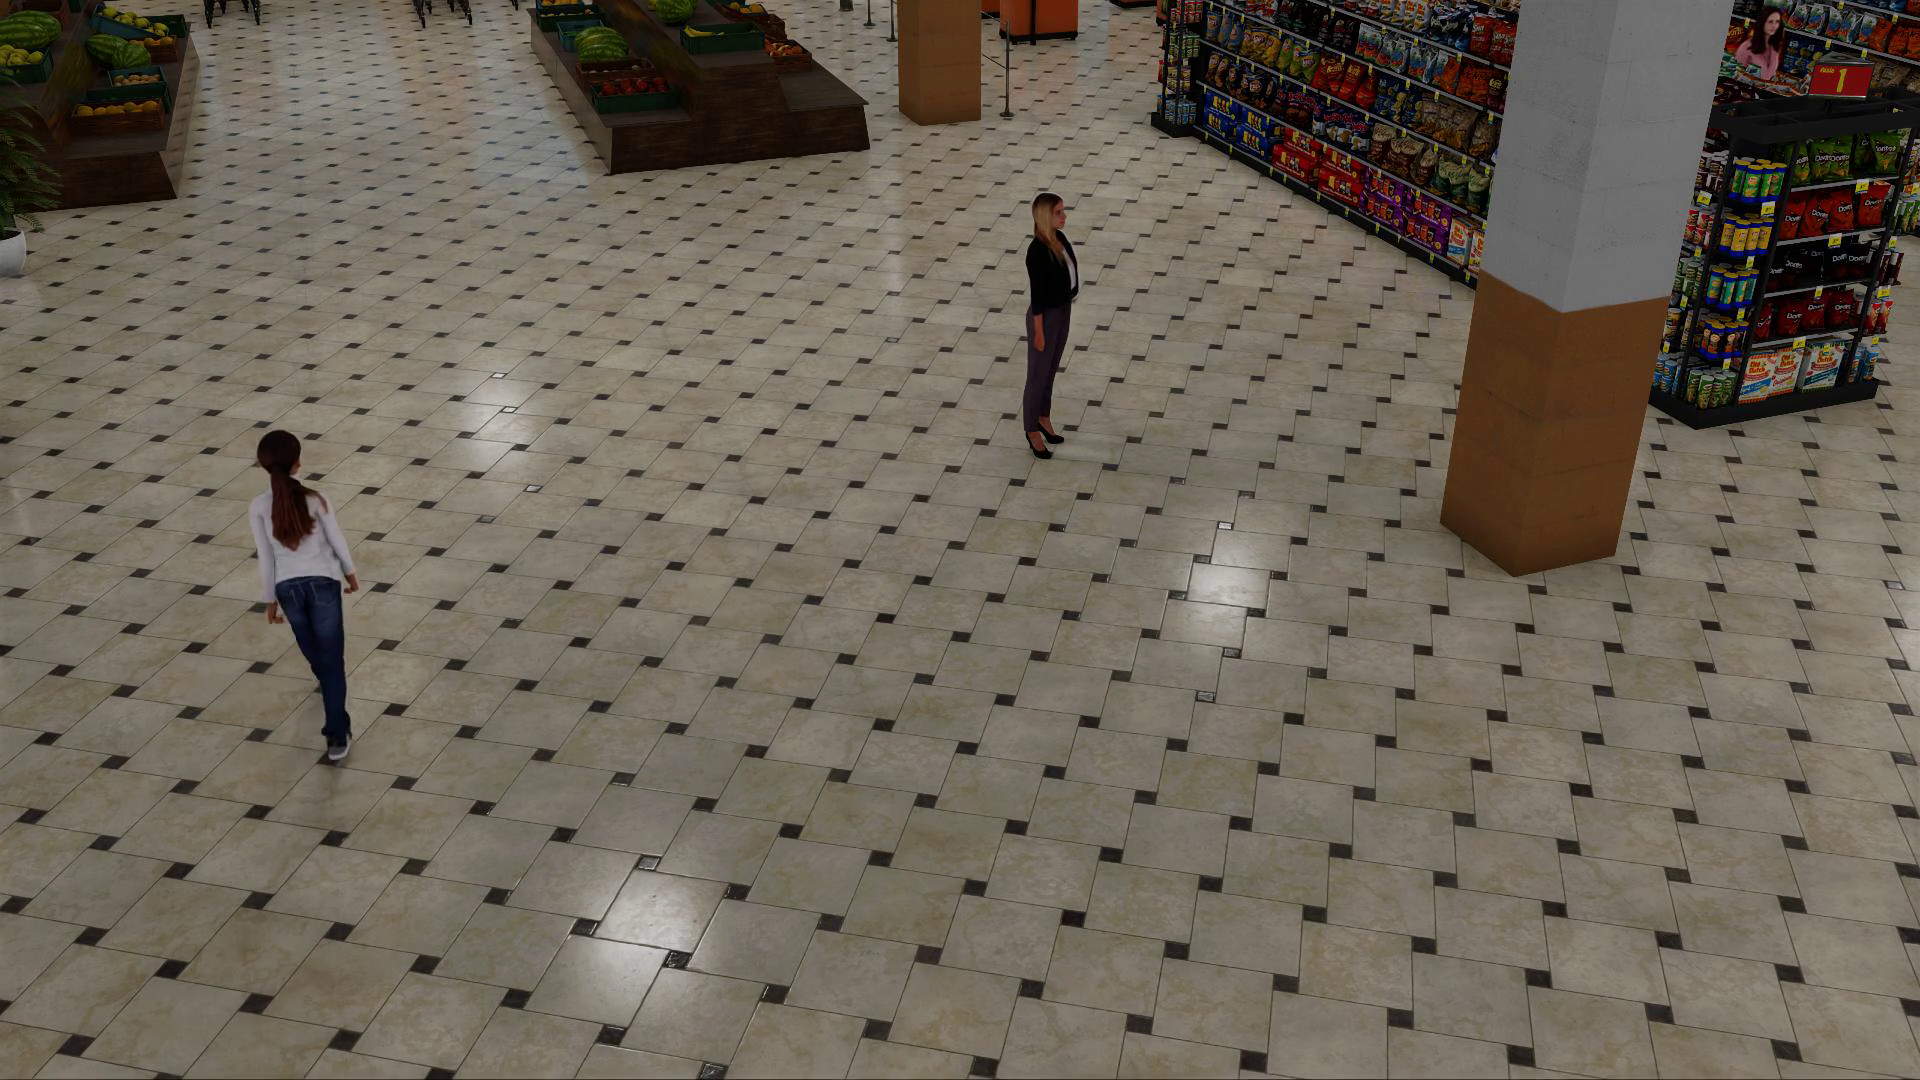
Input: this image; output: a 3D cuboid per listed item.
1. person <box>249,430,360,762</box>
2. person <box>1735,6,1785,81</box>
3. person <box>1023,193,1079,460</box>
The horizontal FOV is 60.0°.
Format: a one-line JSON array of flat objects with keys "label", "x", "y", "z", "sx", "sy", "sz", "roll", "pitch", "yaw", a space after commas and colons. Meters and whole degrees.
[{"label": "person", "x": -2.944, "y": 0.285, "z": 7.495, "sx": 0.630, "sy": 1.509, "sz": 1.096, "roll": -6, "pitch": 29, "yaw": -11}, {"label": "person", "x": 6.920, "y": -3.777, "z": 14.632, "sx": 0.621, "sy": 1.802, "sz": 0.514, "roll": -9, "pitch": 30, "yaw": -15}, {"label": "person", "x": 0.530, "y": -1.331, "z": 10.286, "sx": 0.725, "sy": 1.672, "sz": 0.664, "roll": 12, "pitch": 31, "yaw": 21}]
